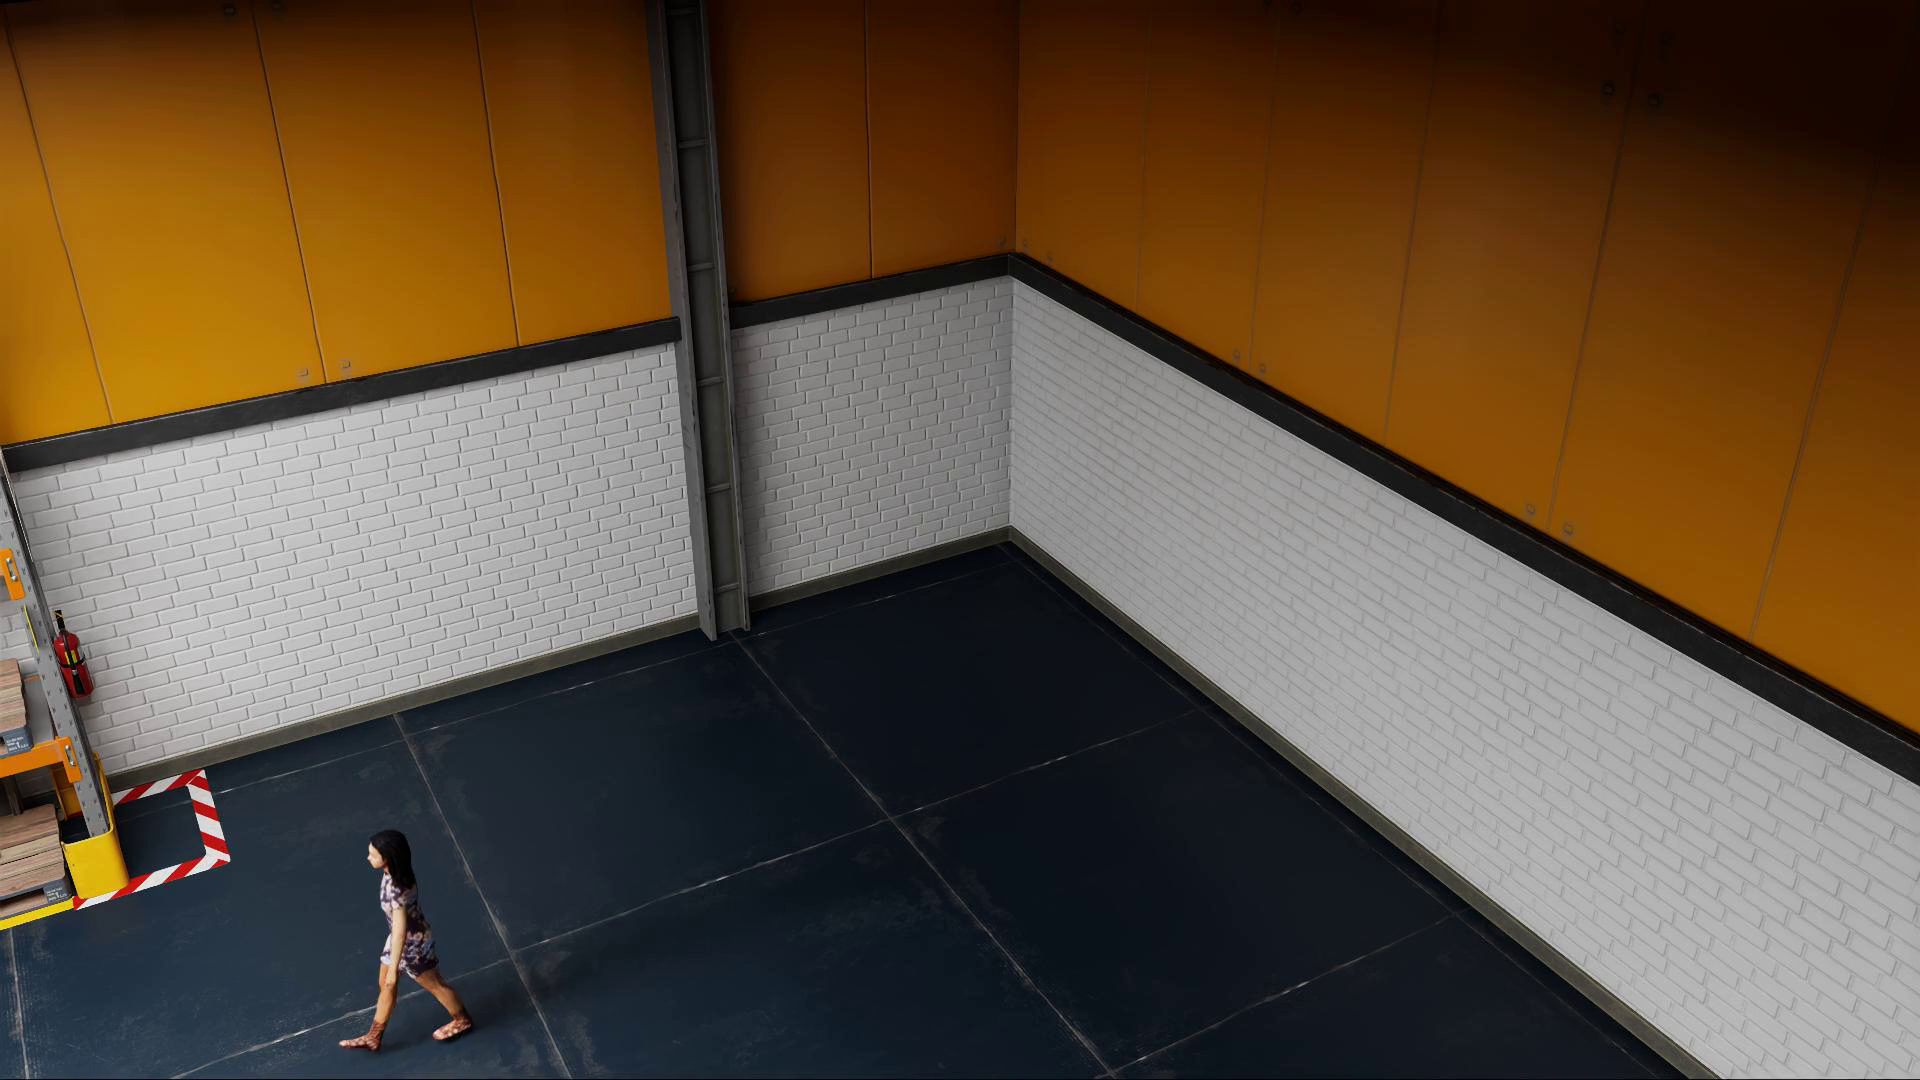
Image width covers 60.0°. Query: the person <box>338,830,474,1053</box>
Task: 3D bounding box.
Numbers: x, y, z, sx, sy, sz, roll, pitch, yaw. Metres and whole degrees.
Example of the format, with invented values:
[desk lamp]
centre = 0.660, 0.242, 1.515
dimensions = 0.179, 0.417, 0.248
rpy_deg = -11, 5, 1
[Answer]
[person]
centre = -3.371, 2.524, 10.473
dimensions = 1.042, 1.699, 0.648
rpy_deg = -14, 31, -23
